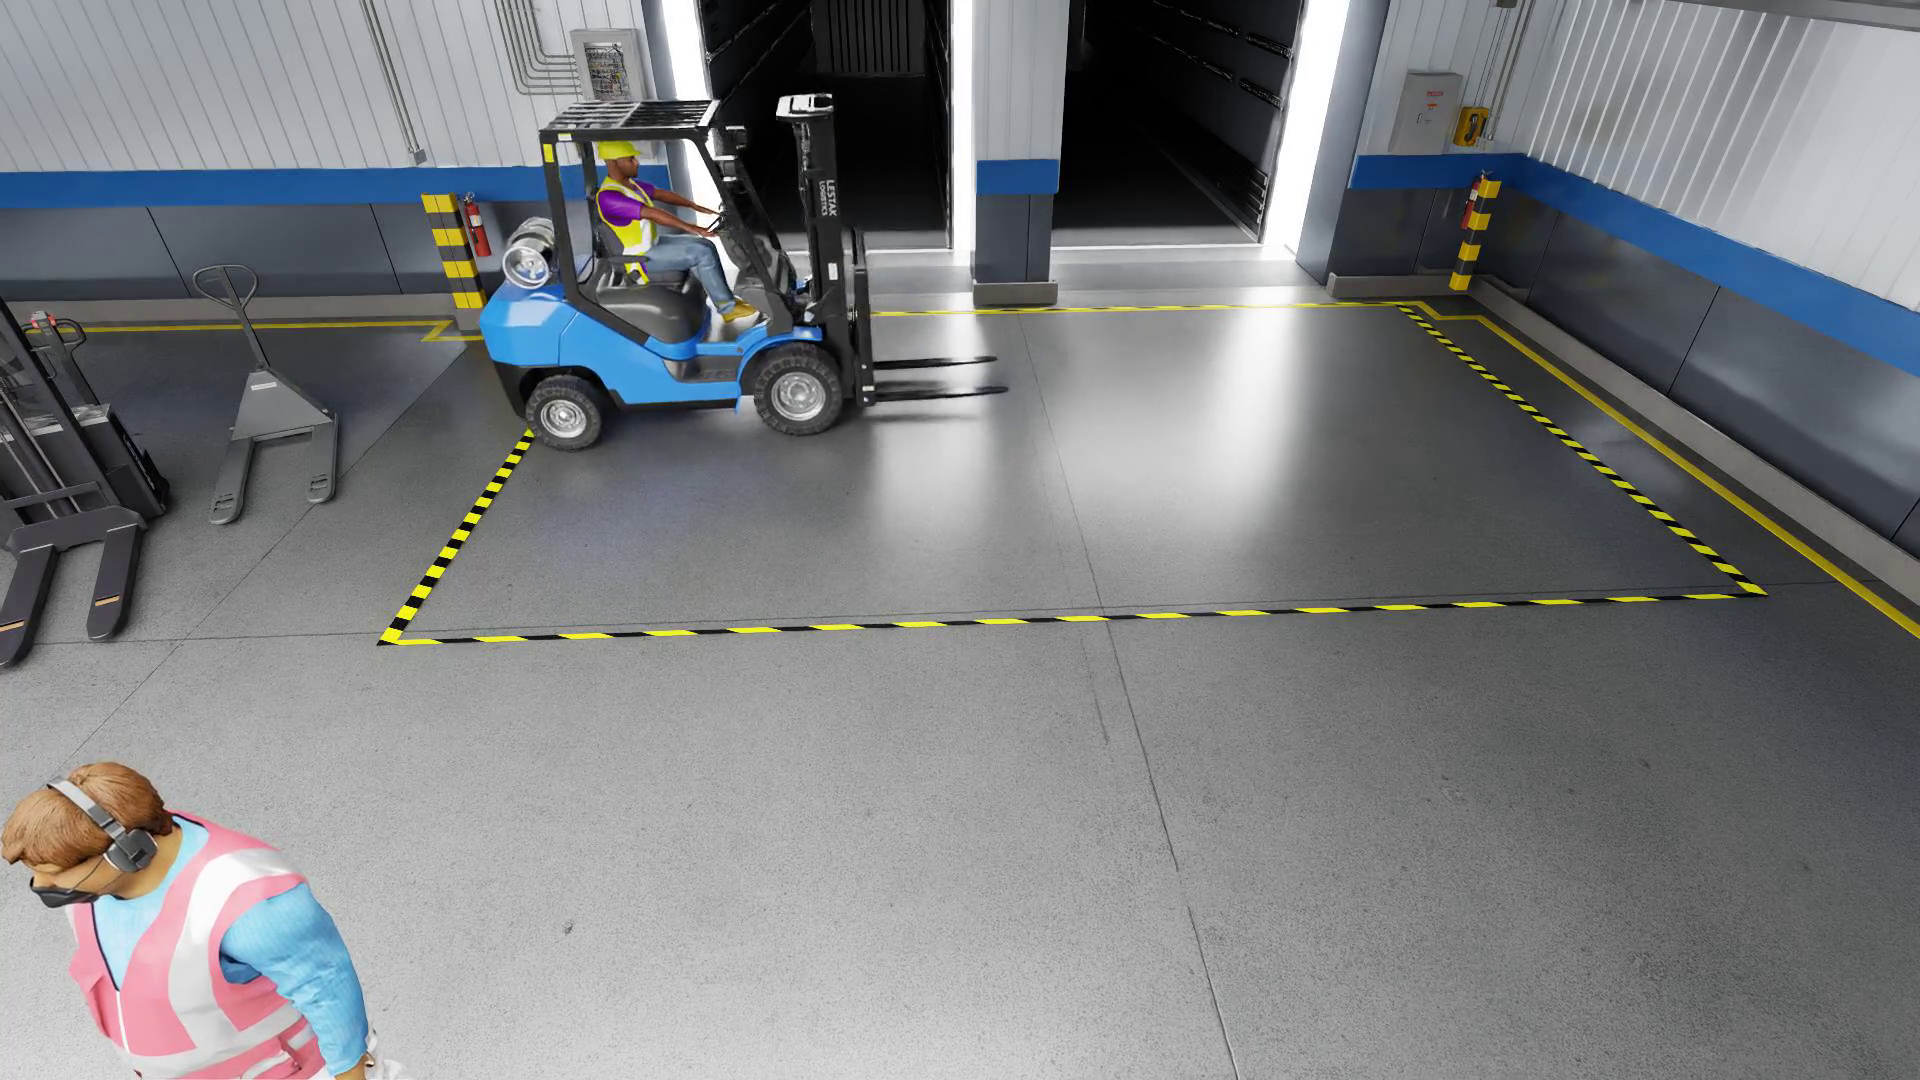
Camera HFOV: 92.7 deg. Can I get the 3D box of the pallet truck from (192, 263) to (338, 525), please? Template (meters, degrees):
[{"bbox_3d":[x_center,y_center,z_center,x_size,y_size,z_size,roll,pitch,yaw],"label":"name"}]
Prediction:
[{"bbox_3d":[-4.778,-1.027,6.128,0.680,1.201,1.601,-17,38,-23],"label":"pallet truck"}]

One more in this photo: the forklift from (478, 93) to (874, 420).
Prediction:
[{"bbox_3d":[-2.032,-2.027,6.591,2.680,2.036,1.157,-4,35,-5],"label":"forklift"}]

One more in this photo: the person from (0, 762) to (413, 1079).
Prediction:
[{"bbox_3d":[-1.783,1.242,2.340,0.633,1.842,0.429,11,36,15],"label":"person"}]

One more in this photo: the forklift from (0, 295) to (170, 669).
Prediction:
[{"bbox_3d":[-5.212,-0.618,4.878,0.823,1.965,1.885,-20,39,-26],"label":"forklift"}]

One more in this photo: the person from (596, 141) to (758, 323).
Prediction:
[{"bbox_3d":[-1.971,-2.180,6.484,1.004,1.294,0.635,-4,35,-5],"label":"person"}]
